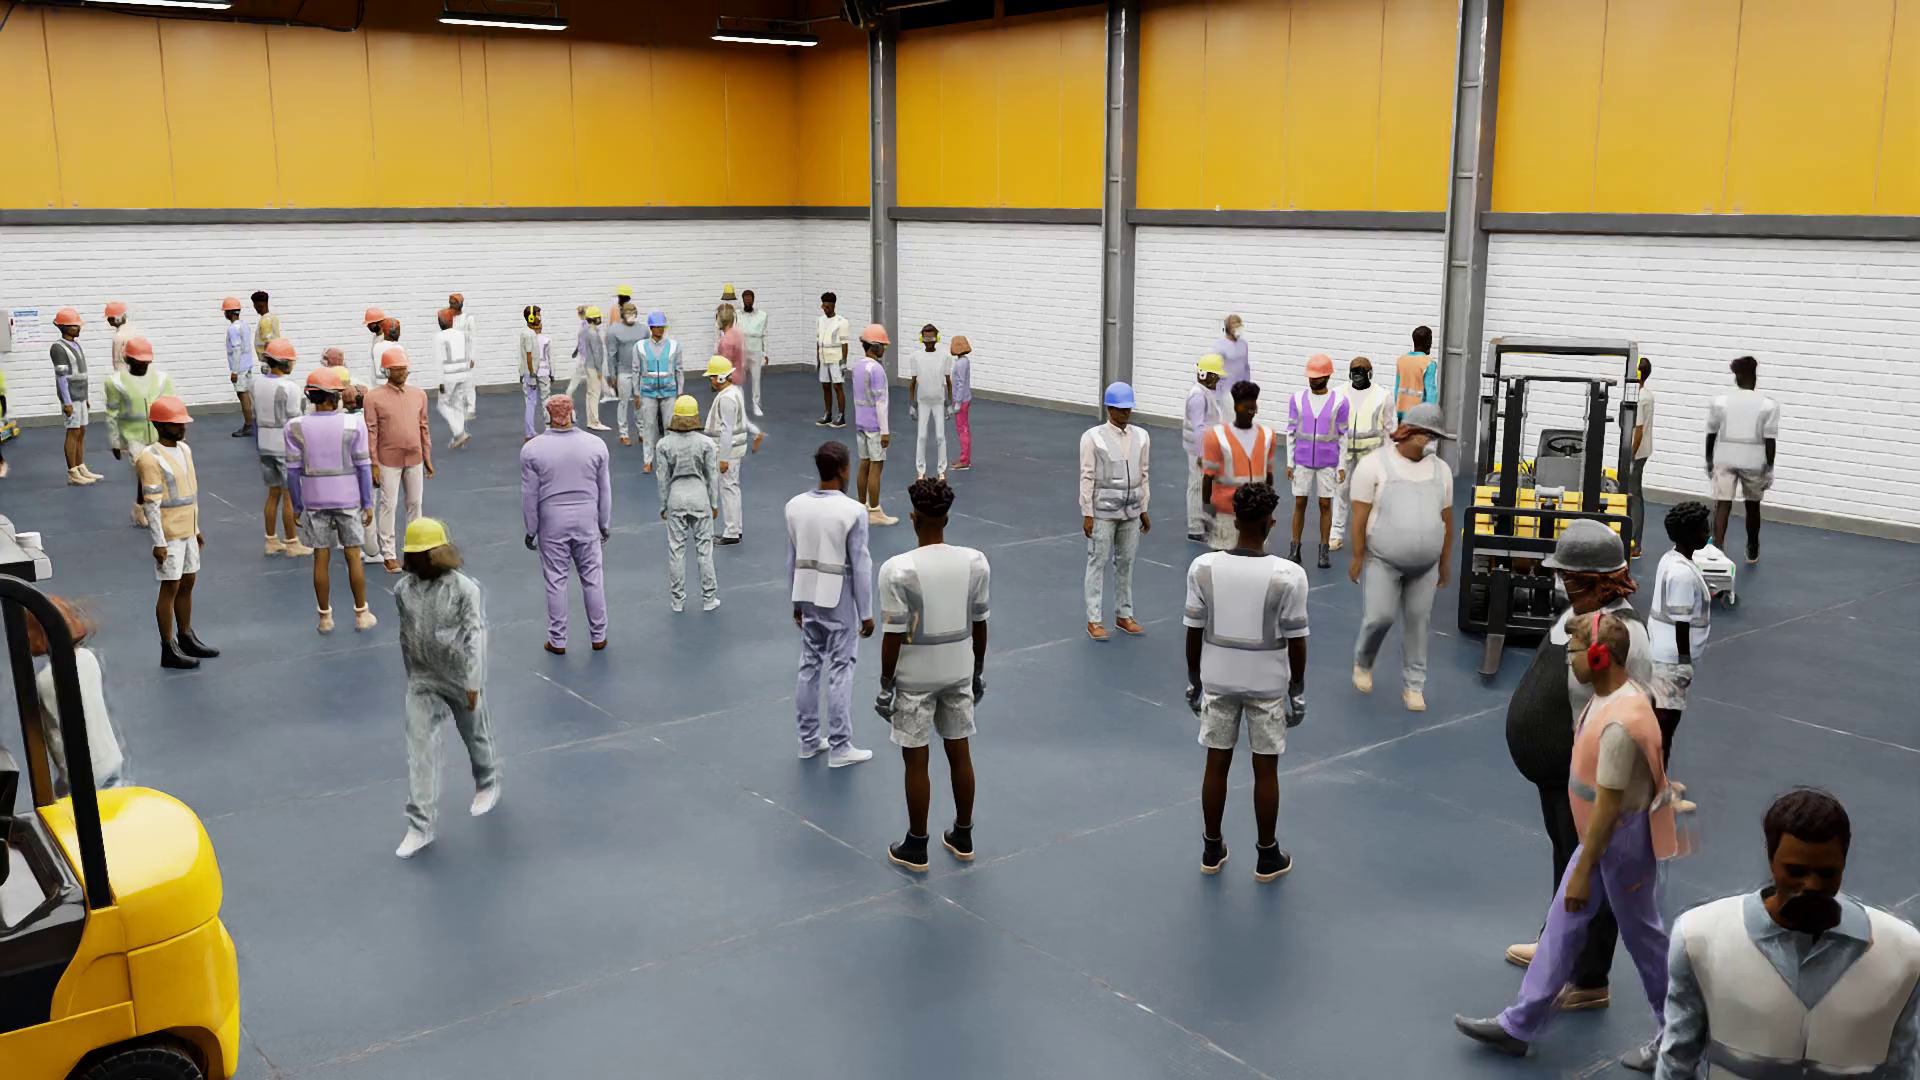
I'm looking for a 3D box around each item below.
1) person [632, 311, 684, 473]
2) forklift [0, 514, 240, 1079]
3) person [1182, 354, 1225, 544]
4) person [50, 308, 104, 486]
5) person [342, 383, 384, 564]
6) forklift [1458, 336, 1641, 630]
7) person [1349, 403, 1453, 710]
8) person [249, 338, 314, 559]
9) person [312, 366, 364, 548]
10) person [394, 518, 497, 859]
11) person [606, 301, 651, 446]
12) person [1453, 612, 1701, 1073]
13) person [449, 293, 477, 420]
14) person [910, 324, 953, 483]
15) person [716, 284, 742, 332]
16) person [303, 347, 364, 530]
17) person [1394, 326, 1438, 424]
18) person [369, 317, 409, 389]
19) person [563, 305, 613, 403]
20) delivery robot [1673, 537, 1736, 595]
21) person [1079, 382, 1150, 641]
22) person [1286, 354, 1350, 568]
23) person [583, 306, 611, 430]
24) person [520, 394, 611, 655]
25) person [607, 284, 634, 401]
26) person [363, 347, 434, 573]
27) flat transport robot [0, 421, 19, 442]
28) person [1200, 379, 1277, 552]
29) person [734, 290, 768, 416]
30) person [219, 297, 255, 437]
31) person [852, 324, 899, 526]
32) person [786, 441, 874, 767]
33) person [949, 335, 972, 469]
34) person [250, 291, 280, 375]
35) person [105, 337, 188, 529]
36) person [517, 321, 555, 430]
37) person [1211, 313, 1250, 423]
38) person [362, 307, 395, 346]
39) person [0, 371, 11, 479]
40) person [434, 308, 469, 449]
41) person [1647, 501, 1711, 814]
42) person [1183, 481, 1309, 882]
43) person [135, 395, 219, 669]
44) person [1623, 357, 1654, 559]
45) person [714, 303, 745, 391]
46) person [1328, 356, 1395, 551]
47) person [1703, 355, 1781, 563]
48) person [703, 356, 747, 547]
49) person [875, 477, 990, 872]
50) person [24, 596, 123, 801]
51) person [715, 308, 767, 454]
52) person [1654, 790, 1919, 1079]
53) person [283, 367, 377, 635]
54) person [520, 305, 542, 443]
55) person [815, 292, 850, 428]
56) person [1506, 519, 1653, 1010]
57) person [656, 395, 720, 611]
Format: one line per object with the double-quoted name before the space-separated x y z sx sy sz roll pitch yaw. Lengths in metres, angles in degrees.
"person" -3.627 -1.771 20.006 0.615 1.947 0.389 -2 12 -11
"forklift" -3.687 1.115 5.480 2.313 2.155 1.214 -9 15 -36
"person" 2.349 -0.883 16.037 0.404 1.821 0.590 3 12 13
"person" -10.203 -1.651 19.202 0.372 2.042 0.615 -2 12 -9
"person" -5.441 -0.598 15.094 0.512 1.642 0.311 9 15 36
"forklift" 4.683 -0.471 13.136 1.214 2.155 2.313 4 12 20
"person" 2.897 0.083 10.834 0.708 2.000 0.542 -2 12 -8
"person" -6.224 -0.837 15.313 0.628 2.032 0.431 6 13 28
"person" -5.913 -0.817 15.959 0.509 1.704 0.810 -1 12 -7
"person" -2.684 0.707 8.661 0.502 1.700 0.894 2 12 8
"person" -4.406 -2.223 22.248 0.636 1.931 0.377 -8 14 -34
"person" 2.414 1.159 6.271 0.939 1.785 0.579 2 12 12
"person" -7.466 -2.732 24.817 0.573 1.883 0.356 5 13 24
"person" -0.332 -1.576 19.293 0.505 1.864 0.331 0 12 1
"person" -4.142 -3.732 29.981 0.485 1.744 0.294 -1 12 -2
"person" -6.099 -0.957 16.311 0.977 1.866 0.642 6 13 26
"person" 4.981 -1.379 18.189 0.379 1.918 0.597 -6 13 -25
"person" -6.781 -1.714 19.888 0.574 1.886 0.360 7 14 32
"person" -6.033 -2.965 26.676 0.924 1.578 0.505 -2 12 -7
"delivery robot" 6.085 0.207 13.616 0.477 0.478 0.707 2 12 10
"person" 1.171 -0.221 12.527 0.605 1.948 0.386 -6 13 -28
"person" 3.190 -0.704 14.902 0.544 1.933 0.376 4 12 20
"person" -5.201 -2.449 23.724 0.303 1.772 0.530 -5 13 -24
"person" -2.864 -0.113 12.124 0.643 1.902 0.400 -5 13 -21
"person" -5.522 -3.199 27.016 0.512 1.903 0.631 1 12 3
"person" -4.980 -0.717 14.805 0.375 1.997 0.611 11 16 42
"flat transport robot" -13.236 -1.435 22.460 0.652 0.197 1.431 -4 12 -18
"person" 2.131 -0.290 12.885 0.608 1.946 0.755 -3 12 -16
"person" -3.204 -2.836 25.248 0.587 1.913 0.393 -2 12 -11
"person" -10.003 -2.393 23.042 0.375 1.935 0.551 -1 12 -5
"person" -0.866 -1.161 16.839 0.374 2.043 0.608 -6 13 -27
"person" -0.774 0.376 9.746 0.591 1.911 0.397 9 14 36
"person" 0.005 -1.682 20.346 0.272 1.632 0.507 1 12 7
"person" -10.053 -2.637 24.170 0.381 1.958 0.602 -3 12 -12
"person" -8.021 -1.018 16.336 1.081 1.991 0.627 11 16 43
"person" -5.939 -2.301 23.347 0.508 1.629 0.318 -4 12 -17
"person" 3.243 -1.805 20.264 0.781 1.917 0.633 10 15 41
"person" -7.386 -2.016 21.285 0.418 1.920 0.542 -8 14 -34
"person" -11.316 -1.479 19.305 0.535 1.659 0.866 0 12 1
"person" -6.662 -2.111 21.874 0.440 1.866 0.592 7 14 31
"person" 3.899 0.624 9.058 0.318 1.697 0.534 3 12 15
"person" 1.391 0.686 8.101 0.610 1.964 0.366 6 13 25
"person" -5.539 -0.064 11.795 0.364 1.935 0.553 1 12 4
"person" 6.188 -0.756 15.311 0.323 1.868 0.544 7 13 29
"person" -3.236 -2.401 23.361 0.430 1.831 0.636 1 12 6
"person" 3.711 -0.796 15.561 0.633 1.842 0.429 5 13 22
"person" 6.973 -0.687 14.888 0.638 1.921 0.895 7 14 31
"person" -2.231 -0.846 15.863 0.403 1.821 0.601 -1 12 -4
"person" -0.140 0.661 8.222 0.617 1.964 0.361 -7 13 -29
"person" -3.904 1.037 7.274 0.651 1.603 0.567 -1 12 -5
"person" -2.869 -1.994 21.171 0.672 1.913 0.633 -1 12 -3
"person" 2.063 1.518 4.220 0.604 1.909 0.506 3 12 13
"person" -4.785 -0.296 12.666 0.609 2.040 0.395 -2 12 -12
"person" -5.770 -2.233 22.462 0.327 1.862 0.510 -3 12 -13
"person" -1.854 -2.606 24.033 0.605 1.958 0.374 10 15 40
"person" 2.522 0.909 6.846 0.536 2.000 0.682 1 12 6
"person" -2.179 -0.292 13.369 0.485 1.745 0.296 -1 12 -3
